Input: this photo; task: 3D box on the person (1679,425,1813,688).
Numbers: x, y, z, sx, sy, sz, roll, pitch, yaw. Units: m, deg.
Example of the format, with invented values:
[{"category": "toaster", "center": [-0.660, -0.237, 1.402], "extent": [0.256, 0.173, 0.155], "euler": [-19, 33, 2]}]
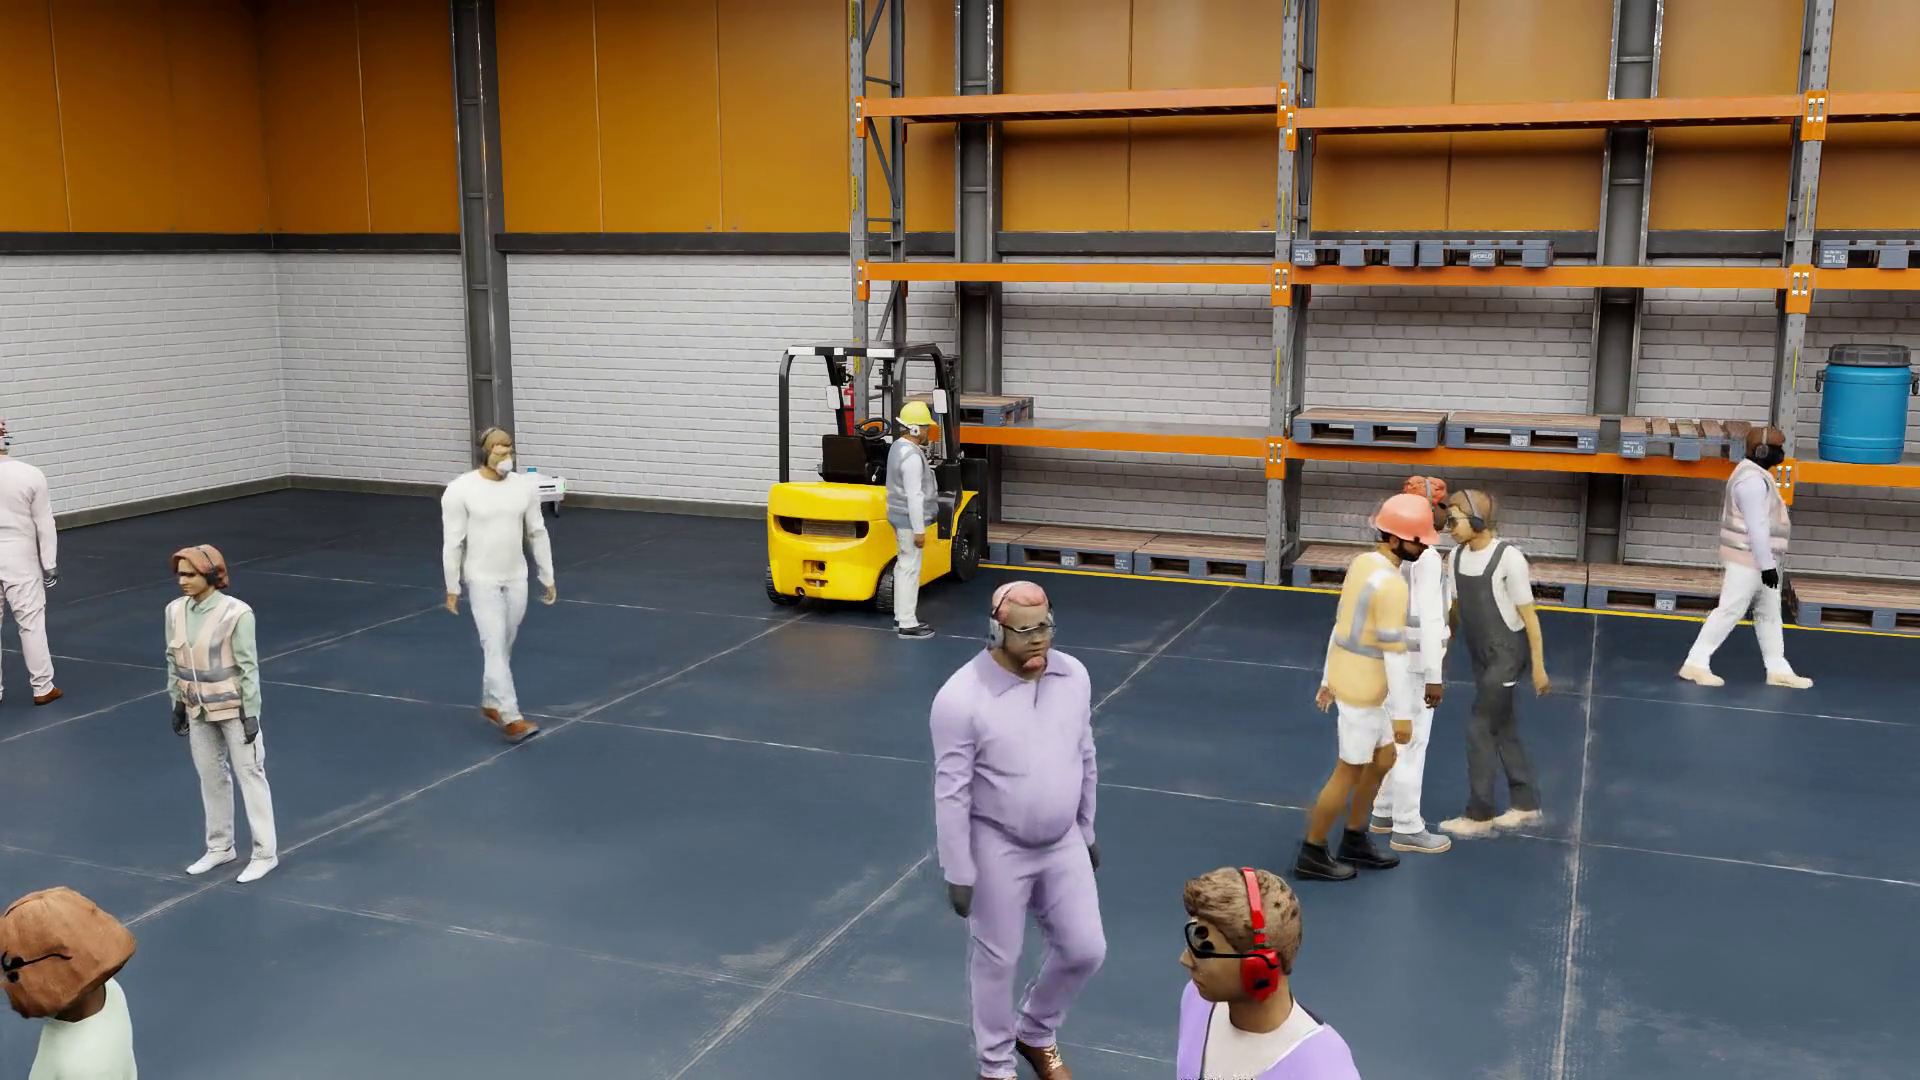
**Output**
[{"category": "person", "center": [5.390, 0.122, 11.315], "extent": [0.721, 1.829, 0.633], "euler": [6, 12, 30]}]

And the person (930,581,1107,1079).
[{"category": "person", "center": [0.230, 1.071, 5.762], "extent": [0.685, 1.892, 0.449], "euler": [-6, 12, -31]}]

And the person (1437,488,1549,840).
[{"category": "person", "center": [2.690, 0.629, 8.503], "extent": [0.729, 1.789, 0.535], "euler": [-3, 11, -18]}]

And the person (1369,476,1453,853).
[{"category": "person", "center": [2.273, 0.614, 8.341], "extent": [0.341, 1.879, 0.586], "euler": [-1, 10, -7]}]

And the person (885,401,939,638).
[{"category": "person", "center": [-0.366, -0.156, 12.794], "extent": [0.403, 1.826, 0.599], "euler": [-2, 10, -12]}]

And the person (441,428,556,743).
[{"category": "person", "center": [-2.766, 0.270, 10.180], "extent": [0.831, 1.904, 0.655], "euler": [9, 14, 42]}]

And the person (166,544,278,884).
[{"category": "person", "center": [-3.520, 0.821, 7.898], "extent": [0.519, 1.630, 0.323], "euler": [4, 11, 21]}]

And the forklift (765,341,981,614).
[{"category": "forklift", "center": [-0.739, -0.602, 14.246], "extent": [1.214, 2.155, 2.313], "euler": [4, 11, 21]}]

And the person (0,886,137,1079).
[{"category": "person", "center": [-1.959, 1.560, 3.763], "extent": [0.279, 1.633, 0.498], "euler": [-5, 11, -27]}]

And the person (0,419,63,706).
[{"category": "person", "center": [-6.239, 0.153, 10.847], "extent": [0.650, 1.904, 0.401], "euler": [-4, 11, -20]}]

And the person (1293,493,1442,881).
[{"category": "person", "center": [1.895, 0.704, 7.800], "extent": [0.650, 1.887, 0.558], "euler": [0, 10, 2]}]

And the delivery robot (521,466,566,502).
[{"category": "delivery robot", "center": [-4.729, -0.573, 18.389], "extent": [0.707, 0.478, 0.477], "euler": [-6, 12, -29]}]

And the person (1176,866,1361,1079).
[{"category": "person", "center": [0.608, 1.530, 3.346], "extent": [0.377, 1.841, 0.567], "euler": [-4, 11, -21]}]
